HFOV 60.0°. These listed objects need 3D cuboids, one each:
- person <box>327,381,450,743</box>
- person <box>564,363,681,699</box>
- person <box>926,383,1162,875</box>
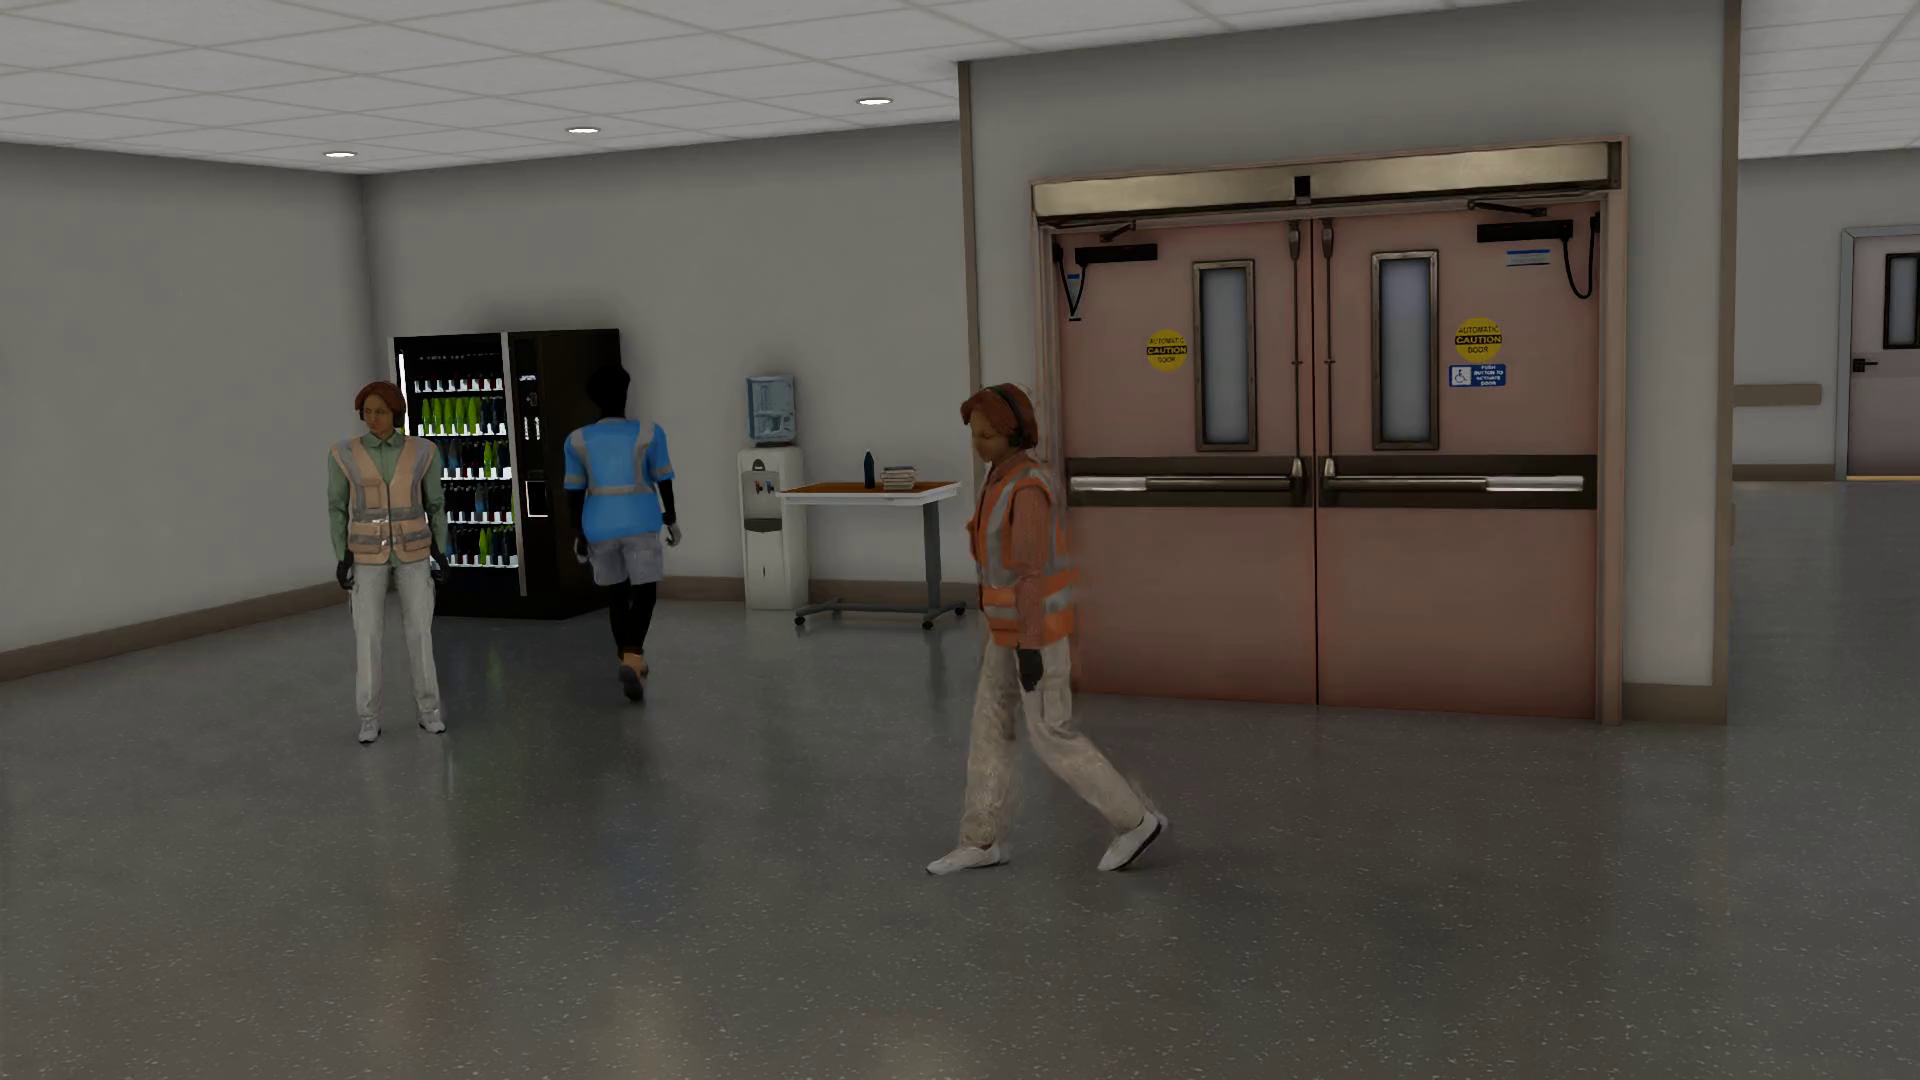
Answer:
[{"bbox_3d":[-2.598,0.094,7.604,0.513,1.637,0.313,-5,8,-23],"label":"person"},{"bbox_3d":[-1.706,-0.053,8.337,0.540,1.669,0.803,-2,7,3],"label":"person"},{"bbox_3d":[0.258,0.293,5.308,0.722,1.606,0.566,-4,8,-10],"label":"person"}]
